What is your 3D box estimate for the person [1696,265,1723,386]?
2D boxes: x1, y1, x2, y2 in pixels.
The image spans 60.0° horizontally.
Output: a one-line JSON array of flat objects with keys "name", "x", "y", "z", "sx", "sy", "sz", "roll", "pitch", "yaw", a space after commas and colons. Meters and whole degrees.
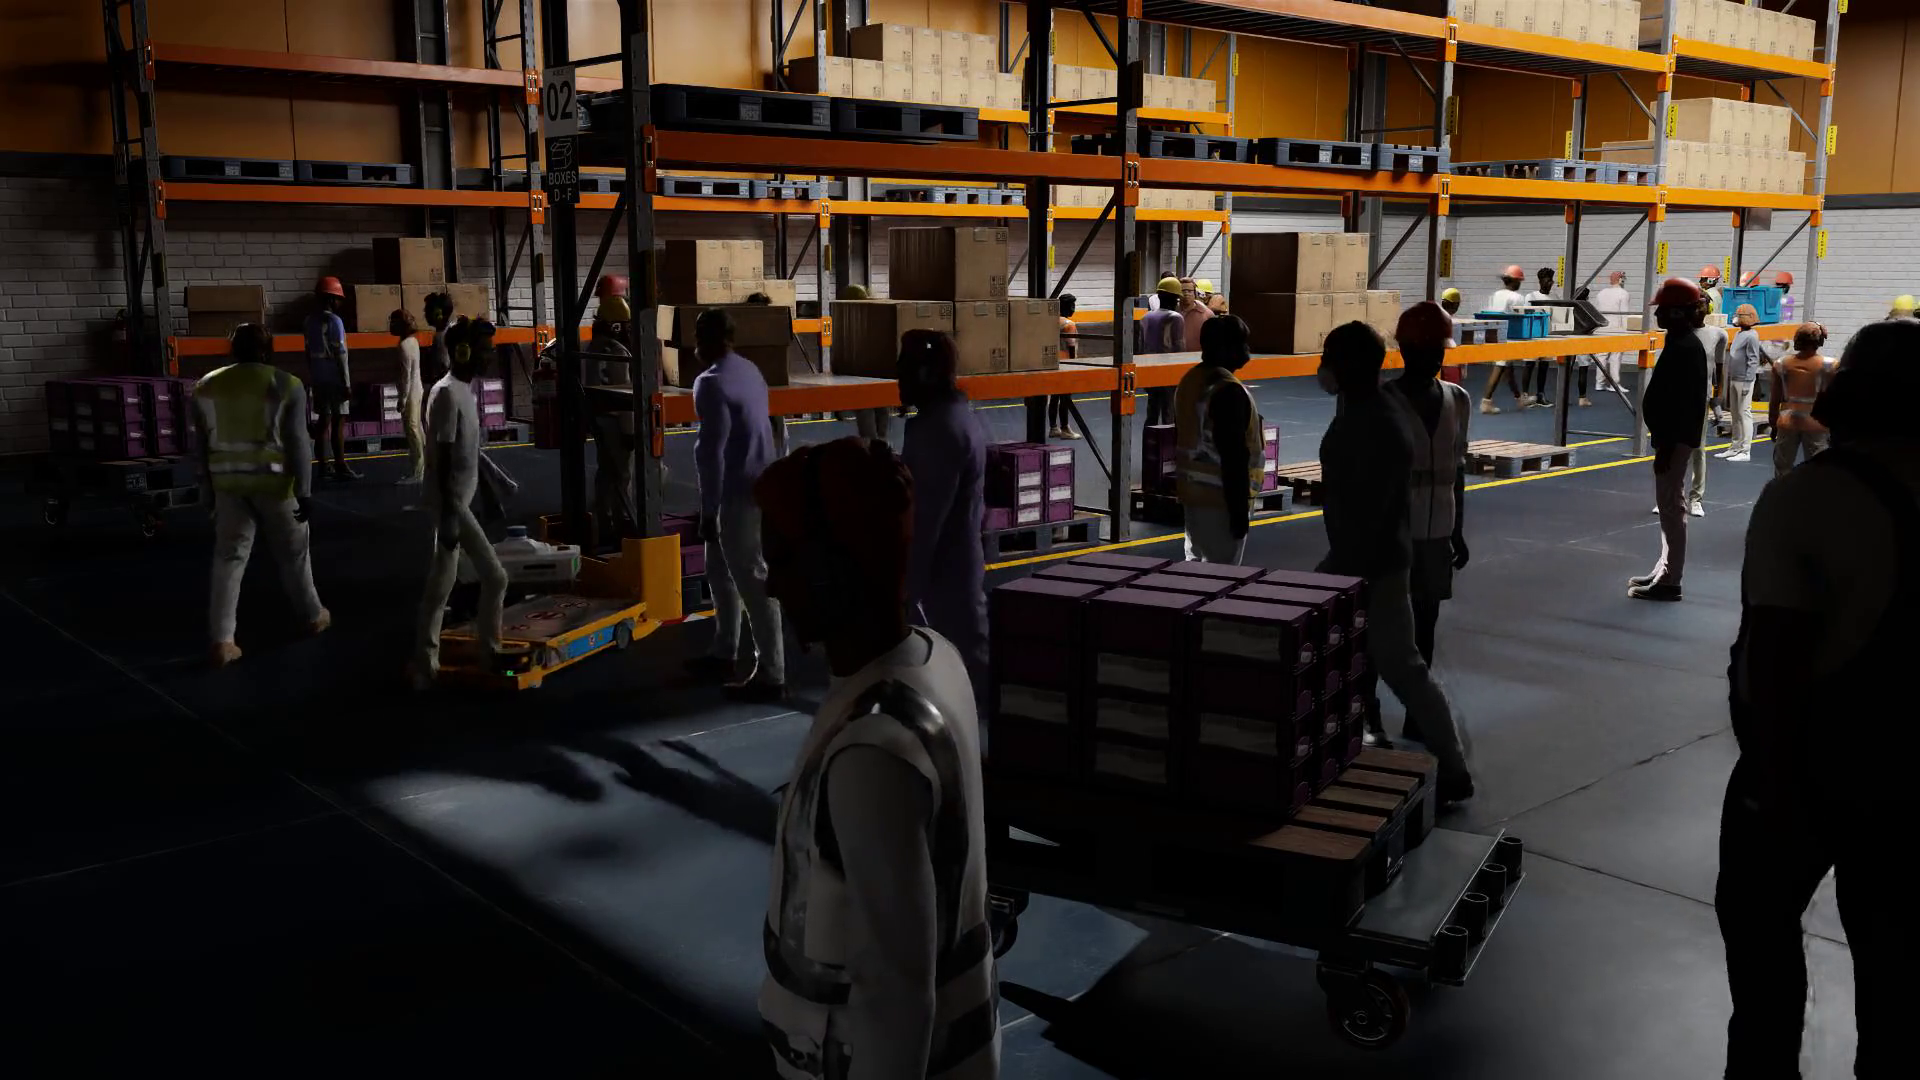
[{"name": "person", "x": 10.356, "y": -2.803, "z": 23.082, "sx": 0.377, "sy": 1.995, "sz": 0.612, "roll": 3, "pitch": 10, "yaw": 19}]

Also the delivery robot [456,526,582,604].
[{"name": "delivery robot", "x": -2.565, "y": 0.160, "z": 9.674, "sx": 0.707, "sy": 0.478, "sz": 0.477, "roll": -2, "pitch": 10, "yaw": -13}]

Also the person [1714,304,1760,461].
[{"name": "person", "x": 8.125, "y": -1.638, "z": 17.320, "sx": 0.279, "sy": 1.633, "sz": 0.504, "roll": 1, "pitch": 10, "yaw": 3}]

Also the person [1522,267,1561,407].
[{"name": "person", "x": 8.189, "y": -2.849, "z": 23.434, "sx": 0.607, "sy": 1.966, "sz": 0.373, "roll": -3, "pitch": 10, "yaw": -18}]

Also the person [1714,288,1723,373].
[{"name": "person", "x": 12.472, "y": -3.321, "z": 27.275, "sx": 0.540, "sy": 1.602, "sz": 0.769, "roll": 6, "pitch": 11, "yaw": 29}]

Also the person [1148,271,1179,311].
[{"name": "person", "x": 2.825, "y": -2.687, "z": 22.692, "sx": 0.591, "sy": 1.898, "sz": 0.392, "roll": 4, "pitch": 10, "yaw": 22}]

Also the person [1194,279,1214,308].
[{"name": "person", "x": 3.172, "y": -2.528, "z": 21.958, "sx": 0.404, "sy": 1.829, "sz": 0.588, "roll": -2, "pitch": 10, "yaw": -11}]

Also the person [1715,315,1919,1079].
[{"name": "person", "x": 2.089, "y": 0.461, "z": 3.842, "sx": 0.702, "sy": 2.000, "sz": 0.608, "roll": -1, "pitch": 10, "yaw": -7}]

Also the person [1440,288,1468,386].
[{"name": "person", "x": 5.472, "y": -1.937, "z": 18.688, "sx": 0.309, "sy": 1.769, "sz": 0.525, "roll": -8, "pitch": 12, "yaw": -38}]

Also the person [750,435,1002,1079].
[{"name": "person", "x": -0.121, "y": 0.785, "z": 2.396, "sx": 0.359, "sy": 1.886, "sz": 0.573, "roll": 1, "pitch": 10, "yaw": 3}]

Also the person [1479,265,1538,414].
[{"name": "person", "x": 7.464, "y": -2.693, "z": 22.438, "sx": 1.043, "sy": 1.986, "sz": 0.641, "roll": -3, "pitch": 10, "yaw": -19}]

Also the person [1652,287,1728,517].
[{"name": "person", "x": 5.976, "y": -1.125, "z": 13.626, "sx": 0.508, "sy": 1.872, "sz": 0.329, "roll": 5, "pitch": 11, "yaw": 26}]

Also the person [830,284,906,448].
[{"name": "person", "x": -0.786, "y": -1.211, "z": 14.080, "sx": 0.620, "sy": 1.884, "sz": 0.656, "roll": -4, "pitch": 10, "yaw": -20}]

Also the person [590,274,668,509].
[{"name": "person", "x": -2.856, "y": -1.257, "z": 14.081, "sx": 0.622, "sy": 1.975, "sz": 0.627, "roll": 8, "pitch": 12, "yaw": 38}]

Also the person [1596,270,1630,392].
[{"name": "person", "x": 10.248, "y": -3.261, "z": 26.033, "sx": 0.403, "sy": 1.904, "sz": 0.651, "roll": -4, "pitch": 11, "yaw": -23}]

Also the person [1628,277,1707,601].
[{"name": "person", "x": 4.403, "y": -0.622, "z": 10.317, "sx": 0.382, "sy": 1.995, "sz": 0.612, "roll": 4, "pitch": 11, "yaw": 24}]

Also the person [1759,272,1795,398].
[{"name": "person", "x": 12.246, "y": -3.062, "z": 24.930, "sx": 0.986, "sy": 1.886, "sz": 0.563, "roll": -5, "pitch": 11, "yaw": -26}]

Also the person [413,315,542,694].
[{"name": "person", "x": -2.359, "y": -0.160, "z": 8.055, "sx": 0.724, "sy": 1.834, "sz": 0.551, "roll": -3, "pitch": 10, "yaw": -19}]

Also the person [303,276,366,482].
[{"name": "person", "x": -5.927, "y": -1.512, "z": 15.709, "sx": 0.543, "sy": 1.933, "sz": 0.369, "roll": 7, "pitch": 12, "yaw": 35}]

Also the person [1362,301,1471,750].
[{"name": "person", "x": 1.949, "y": -0.051, "z": 7.142, "sx": 0.552, "sy": 1.934, "sz": 0.363, "roll": -3, "pitch": 10, "yaw": -16}]

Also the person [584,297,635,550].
[{"name": "person", "x": -2.489, "y": -0.842, "z": 12.079, "sx": 0.404, "sy": 1.833, "sz": 0.592, "roll": -7, "pitch": 12, "yaw": -35}]

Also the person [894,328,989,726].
[{"name": "person", "x": -0.056, "y": 0.133, "z": 6.305, "sx": 0.983, "sy": 1.866, "sz": 0.644, "roll": 0, "pitch": 10, "yaw": -2}]

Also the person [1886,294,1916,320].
[{"name": "person", "x": 9.775, "y": -1.691, "z": 17.366, "sx": 0.386, "sy": 1.730, "sz": 0.486, "roll": -9, "pitch": 13, "yaw": -41}]

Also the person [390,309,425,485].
[{"name": "person", "x": -5.149, "y": -1.327, "z": 15.502, "sx": 0.283, "sy": 1.633, "sz": 0.497, "roll": -1, "pitch": 10, "yaw": -7}]

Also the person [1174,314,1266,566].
[{"name": "person", "x": 1.286, "y": -0.188, "z": 8.223, "sx": 0.430, "sy": 1.845, "sz": 0.620, "roll": -2, "pitch": 10, "yaw": -14}]

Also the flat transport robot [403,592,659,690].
[{"name": "flat transport robot", "x": -2.213, "y": 0.507, "z": 8.745, "sx": 0.652, "sy": 0.197, "sz": 1.431, "roll": 3, "pitch": 10, "yaw": 18}]

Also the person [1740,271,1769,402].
[{"name": "person", "x": 9.989, "y": -2.437, "z": 21.139, "sx": 0.382, "sy": 1.932, "sz": 0.541, "roll": -9, "pitch": 13, "yaw": -42}]

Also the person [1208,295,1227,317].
[{"name": "person", "x": 3.286, "y": -2.321, "z": 21.308, "sx": 0.497, "sy": 1.636, "sz": 0.285, "roll": 6, "pitch": 12, "yaw": 33}]

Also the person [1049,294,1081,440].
[{"name": "person", "x": 1.201, "y": -2.011, "z": 19.335, "sx": 0.322, "sy": 1.692, "sz": 0.530, "roll": -4, "pitch": 11, "yaw": -24}]

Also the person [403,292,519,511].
[{"name": "person", "x": -4.178, "y": -1.137, "z": 13.824, "sx": 0.890, "sy": 1.842, "sz": 0.530, "roll": 0, "pitch": 10, "yaw": 2}]

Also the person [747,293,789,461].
[{"name": "person", "x": -1.659, "y": -1.194, "z": 14.203, "sx": 0.647, "sy": 1.804, "sz": 0.835, "roll": 7, "pitch": 12, "yaw": 36}]

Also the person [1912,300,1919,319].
[{"name": "person", "x": 8.725, "y": -1.330, "z": 15.128, "sx": 0.328, "sy": 1.769, "sz": 0.526, "roll": -8, "pitch": 12, "yaw": -39}]

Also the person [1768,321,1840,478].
[{"name": "person", "x": 6.365, "y": -0.827, "z": 12.555, "sx": 0.513, "sy": 1.641, "sz": 0.307, "roll": 9, "pitch": 13, "yaw": 41}]

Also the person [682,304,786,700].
[{"name": "person", "x": -1.133, "y": -0.186, "z": 8.101, "sx": 0.711, "sy": 1.894, "sz": 0.636, "roll": 2, "pitch": 10, "yaw": 9}]

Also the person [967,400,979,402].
[{"name": "person", "x": -0.067, "y": -1.536, "z": 16.178, "sx": 0.585, "sy": 1.825, "sz": 0.439, "roll": 5, "pitch": 11, "yaw": 28}]

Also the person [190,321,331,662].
[{"name": "person", "x": -3.775, "y": -0.278, "z": 8.941, "sx": 0.660, "sy": 1.788, "sz": 0.980, "roll": 0, "pitch": 10, "yaw": 0}]

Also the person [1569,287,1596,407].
[{"name": "person", "x": 8.760, "y": -2.737, "z": 23.571, "sx": 0.540, "sy": 1.696, "sz": 0.315, "roll": 9, "pitch": 13, "yaw": 42}]

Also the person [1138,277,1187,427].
[{"name": "person", "x": 2.013, "y": -1.611, "z": 16.333, "sx": 0.382, "sy": 1.917, "sz": 0.585, "roll": -8, "pitch": 12, "yaw": -38}]

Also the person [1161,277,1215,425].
[{"name": "person", "x": 2.309, "y": -1.740, "z": 17.117, "sx": 0.642, "sy": 1.909, "sz": 0.410, "roll": 0, "pitch": 10, "yaw": 3}]

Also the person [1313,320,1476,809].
[{"name": "person", "x": 1.532, "y": 0.113, "z": 6.338, "sx": 1.026, "sy": 1.890, "sz": 0.648, "roll": -1, "pitch": 10, "yaw": -3}]
